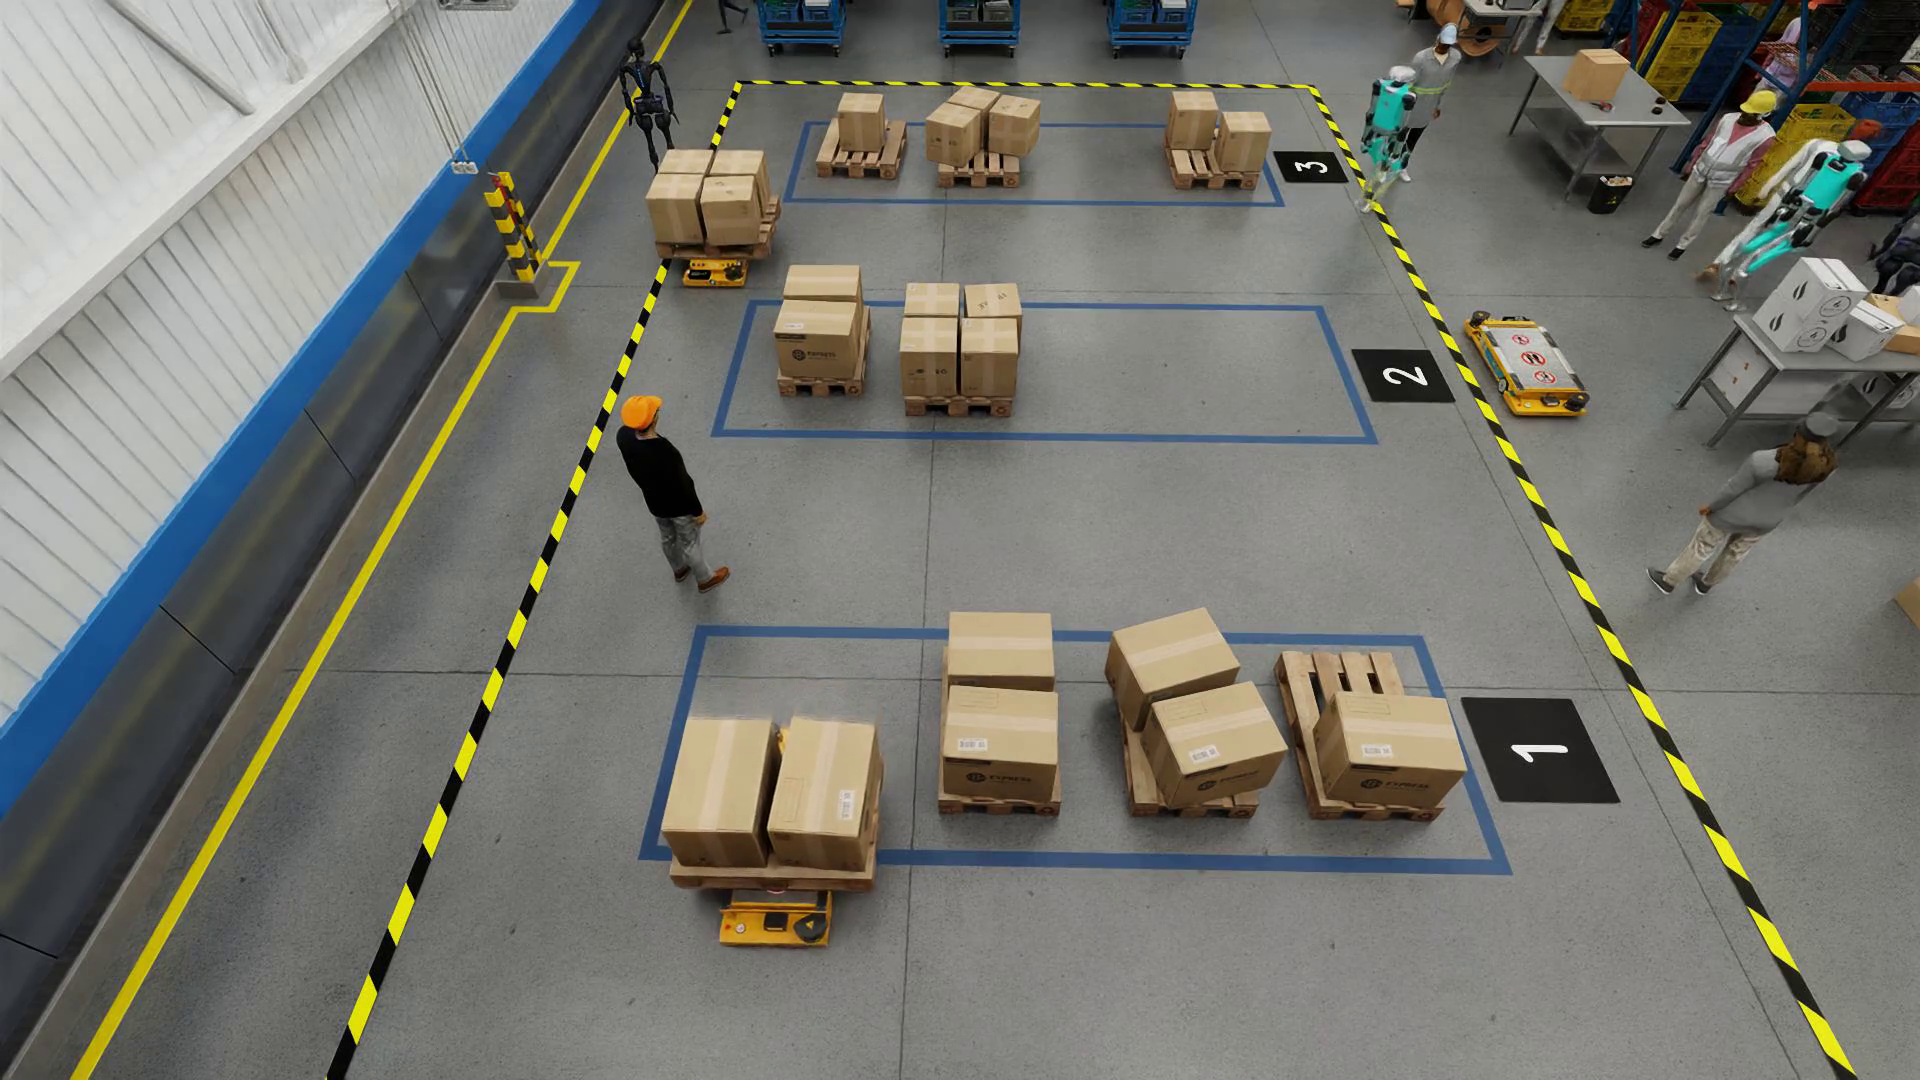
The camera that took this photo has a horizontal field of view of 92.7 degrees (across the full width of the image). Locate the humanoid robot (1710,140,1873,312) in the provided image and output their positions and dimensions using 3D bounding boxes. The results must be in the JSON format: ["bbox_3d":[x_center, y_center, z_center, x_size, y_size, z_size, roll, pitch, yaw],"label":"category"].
[{"bbox_3d":[8.232,-3.115,9.229,0.695,1.747,0.530,-9,50,-8],"label":"humanoid robot"}]

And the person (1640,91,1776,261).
[{"bbox_3d":[8.135,-3.924,9.900,0.404,1.825,0.587,-24,53,-20],"label":"person"}]

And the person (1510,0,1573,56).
[{"bbox_3d":[8.820,-8.168,13.563,0.631,1.841,0.429,19,52,16],"label":"person"}]

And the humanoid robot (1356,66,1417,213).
[{"bbox_3d":[4.933,-4.547,10.528,0.815,1.811,0.536,-27,54,-22],"label":"humanoid robot"}]

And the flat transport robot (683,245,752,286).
[{"bbox_3d":[-2.691,-3.377,10.438,0.652,0.197,1.431,1,49,1],"label":"flat transport robot"}]

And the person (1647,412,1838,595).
[{"bbox_3d":[5.770,-0.214,6.729,0.564,1.762,0.405,5,49,4],"label":"person"}]

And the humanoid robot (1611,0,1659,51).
[{"bbox_3d":[10.251,-7.923,13.481,0.770,1.879,0.540,10,50,8],"label":"humanoid robot"}]

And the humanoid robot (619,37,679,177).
[{"bbox_3d":[-3.738,-5.177,11.075,0.599,1.654,0.315,-7,49,-6],"label":"humanoid robot"}]

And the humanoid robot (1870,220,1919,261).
[{"bbox_3d":[10.622,-3.606,9.707,0.924,1.794,0.549,31,56,24],"label":"humanoid robot"}]

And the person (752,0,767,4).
[{"bbox_3d":[-3.367,-9.883,14.984,0.358,1.937,0.636,-1,49,-1],"label":"person"}]

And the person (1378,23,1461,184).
[{"bbox_3d":[5.528,-5.195,10.982,0.597,1.850,0.397,-6,49,-5],"label":"person"}]

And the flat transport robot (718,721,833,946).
[{"bbox_3d":[-1.110,1.846,5.917,0.652,0.197,1.431,1,49,1],"label":"flat transport robot"}]

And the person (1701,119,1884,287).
[{"bbox_3d":[8.521,-3.407,9.434,0.602,1.854,0.630,-19,52,-16],"label":"person"}]

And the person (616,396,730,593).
[{"bbox_3d":[-2.120,-0.306,6.730,0.589,1.884,0.356,25,53,20],"label":"person"}]

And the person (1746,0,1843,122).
[{"bbox_3d":[10.030,-5.627,11.233,0.390,2.040,0.607,-12,50,-11],"label":"person"}]

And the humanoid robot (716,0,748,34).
[{"bbox_3d":[-3.652,-8.773,14.203,0.576,1.640,0.597,-14,51,-12],"label":"humanoid robot"}]

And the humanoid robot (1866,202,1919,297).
[{"bbox_3d":[9.323,-2.754,9.016,0.747,1.631,0.600,-25,54,-20],"label":"humanoid robot"}]

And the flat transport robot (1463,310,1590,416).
[{"bbox_3d":[5.573,-1.757,9.054,0.659,0.231,1.431,1,49,1],"label":"flat transport robot"}]
